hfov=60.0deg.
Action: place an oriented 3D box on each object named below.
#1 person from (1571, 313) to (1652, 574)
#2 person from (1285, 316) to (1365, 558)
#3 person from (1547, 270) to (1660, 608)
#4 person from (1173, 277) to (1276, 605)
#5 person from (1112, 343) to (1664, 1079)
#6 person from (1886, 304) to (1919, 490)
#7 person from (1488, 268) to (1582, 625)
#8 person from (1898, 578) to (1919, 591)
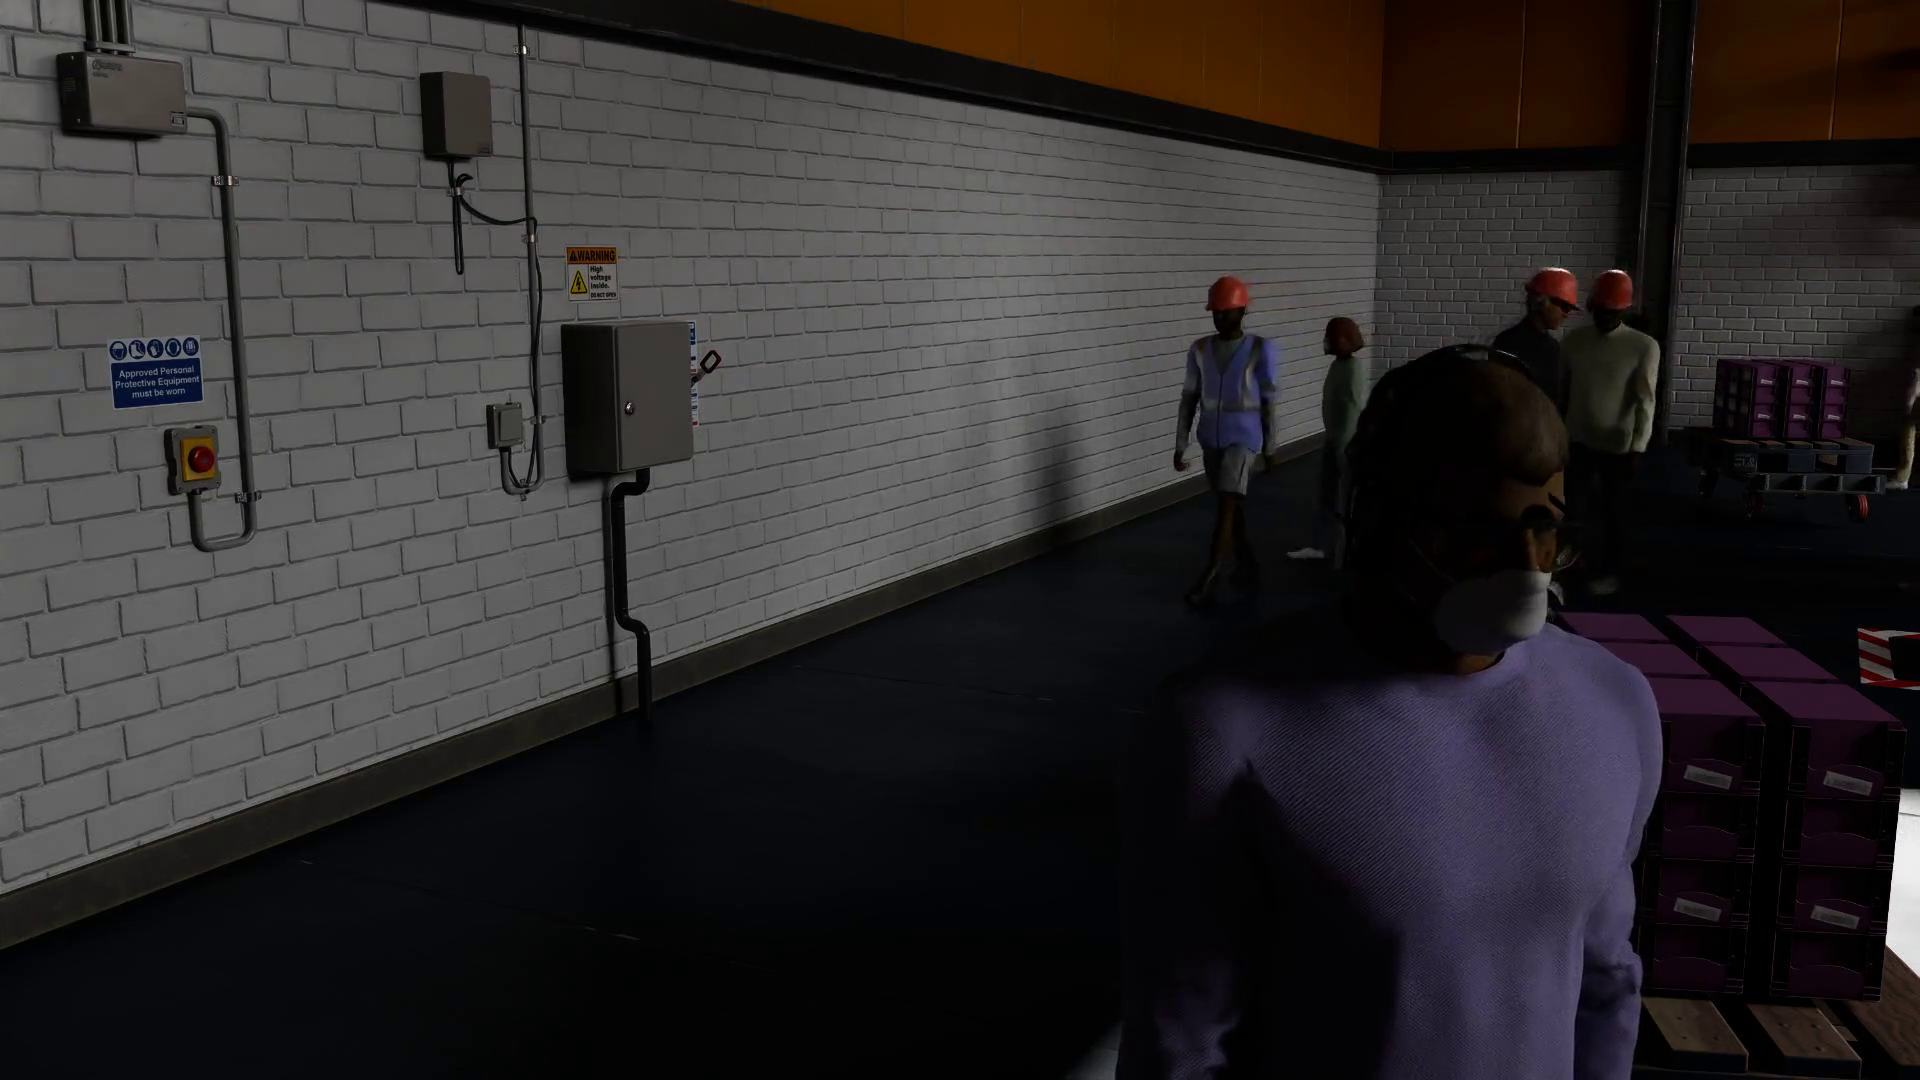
[{"bbox_3d":[4.071,-0.585,10.405,0.725,1.646,0.544,2,10,9],"label":"person"},{"bbox_3d":[2.458,-0.645,10.854,0.437,1.629,0.506,-1,10,-3],"label":"person"},{"bbox_3d":[3.646,-0.571,9.523,0.642,1.924,1.053,8,13,40],"label":"person"},{"bbox_3d":[1.573,-0.602,9.829,0.566,1.886,1.013,7,12,35],"label":"person"},{"bbox_3d":[0.461,0.762,1.767,0.627,1.937,0.372,-3,10,-19],"label":"person"},{"bbox_3d":[8.198,-1.186,13.998,0.700,1.605,0.502,6,12,32],"label":"person"},{"bbox_3d":[2.987,-0.492,9.065,0.692,1.937,0.844,-8,13,-38],"label":"person"},{"bbox_3d":[5.962,-0.565,9.629,0.654,1.882,0.757,3,10,16],"label":"person"}]
